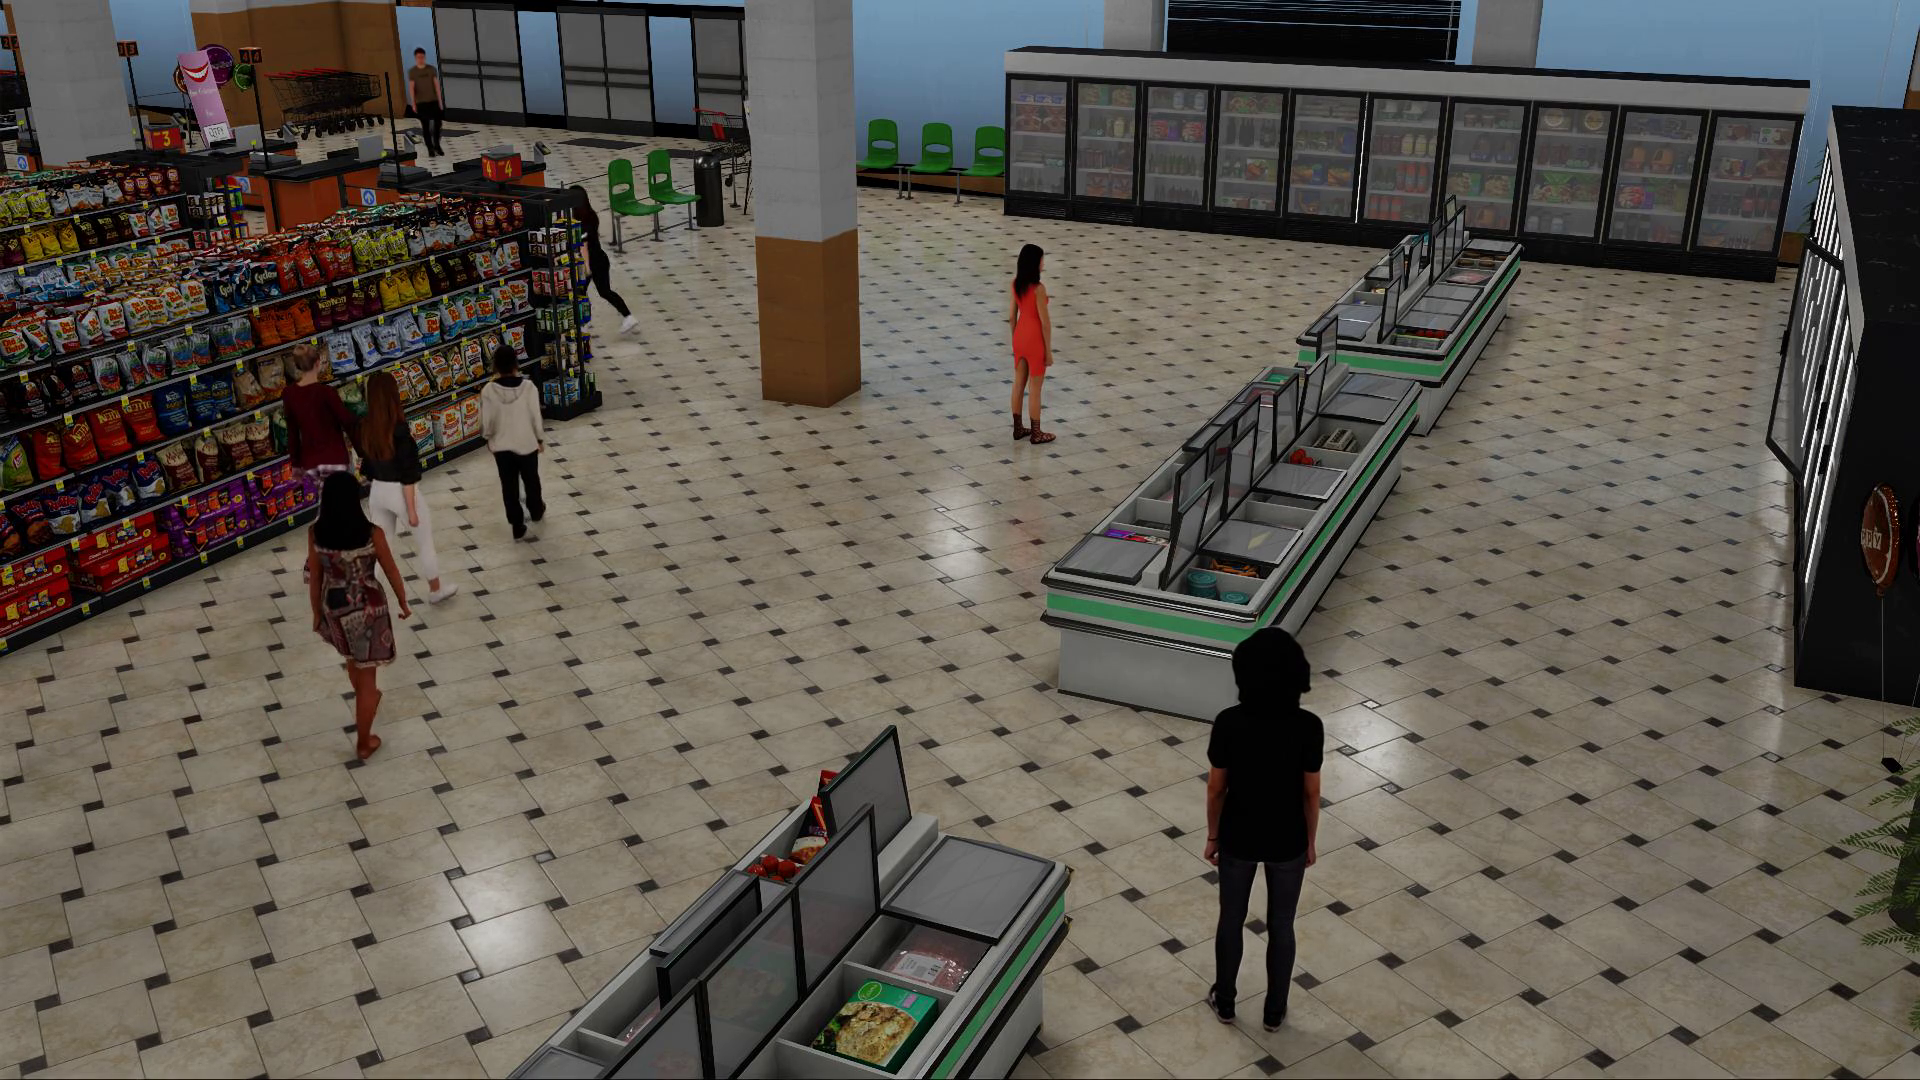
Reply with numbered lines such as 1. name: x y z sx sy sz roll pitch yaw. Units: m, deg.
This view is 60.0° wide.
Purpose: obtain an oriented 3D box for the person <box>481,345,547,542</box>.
1. person: -3.275 -0.685 12.200 0.842 1.439 0.939 -3 22 -8

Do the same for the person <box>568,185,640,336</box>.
1. person: -3.807 -2.898 17.491 0.775 1.601 1.040 6 23 15

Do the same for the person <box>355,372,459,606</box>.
1. person: -3.716 -0.227 10.750 0.626 1.671 1.098 9 24 21

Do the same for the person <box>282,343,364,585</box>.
1. person: -4.402 -0.491 11.431 0.717 1.651 1.118 7 23 16

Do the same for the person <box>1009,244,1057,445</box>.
1. person: 0.599 -1.682 14.301 0.648 1.722 0.662 -19 29 -39

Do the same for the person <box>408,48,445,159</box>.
1. person: -9.250 -7.575 28.802 0.759 1.846 0.854 -11 25 -26

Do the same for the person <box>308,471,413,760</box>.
1. person: -3.350 0.442 9.145 0.904 1.625 1.035 -1 22 -2

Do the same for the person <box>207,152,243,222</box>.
1. person: -8.257 -3.475 18.747 0.707 1.734 0.775 -18 28 -37

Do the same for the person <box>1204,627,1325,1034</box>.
1. person: 1.259 1.223 6.927 0.678 1.829 0.608 4 22 11
